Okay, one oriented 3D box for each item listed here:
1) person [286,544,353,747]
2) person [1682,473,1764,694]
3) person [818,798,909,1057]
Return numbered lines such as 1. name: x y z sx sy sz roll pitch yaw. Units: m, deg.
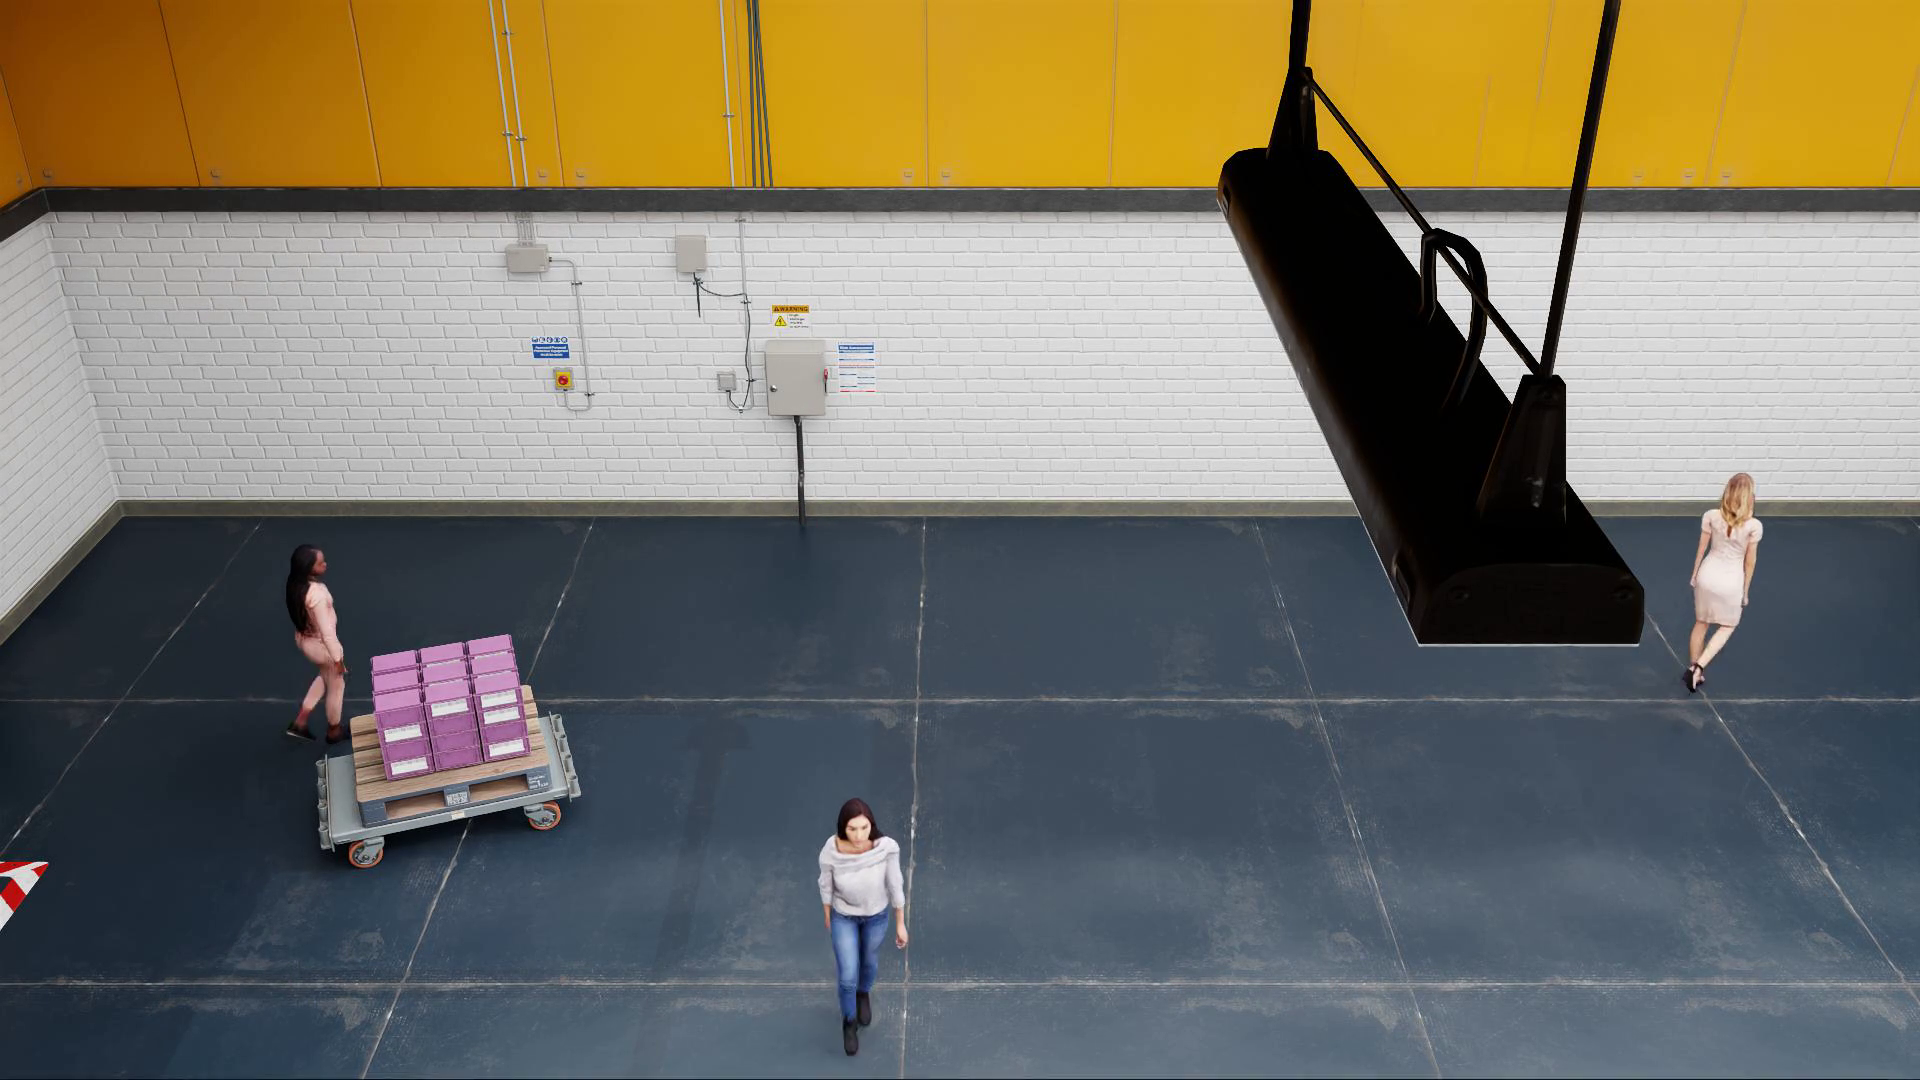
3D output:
1. person: -4.494 0.795 11.511 0.875 1.695 0.932 24 37 37
2. person: 5.515 0.376 12.147 0.824 1.821 0.891 24 37 36
3. person: -0.565 2.059 9.277 0.685 1.614 0.753 -6 29 -10
